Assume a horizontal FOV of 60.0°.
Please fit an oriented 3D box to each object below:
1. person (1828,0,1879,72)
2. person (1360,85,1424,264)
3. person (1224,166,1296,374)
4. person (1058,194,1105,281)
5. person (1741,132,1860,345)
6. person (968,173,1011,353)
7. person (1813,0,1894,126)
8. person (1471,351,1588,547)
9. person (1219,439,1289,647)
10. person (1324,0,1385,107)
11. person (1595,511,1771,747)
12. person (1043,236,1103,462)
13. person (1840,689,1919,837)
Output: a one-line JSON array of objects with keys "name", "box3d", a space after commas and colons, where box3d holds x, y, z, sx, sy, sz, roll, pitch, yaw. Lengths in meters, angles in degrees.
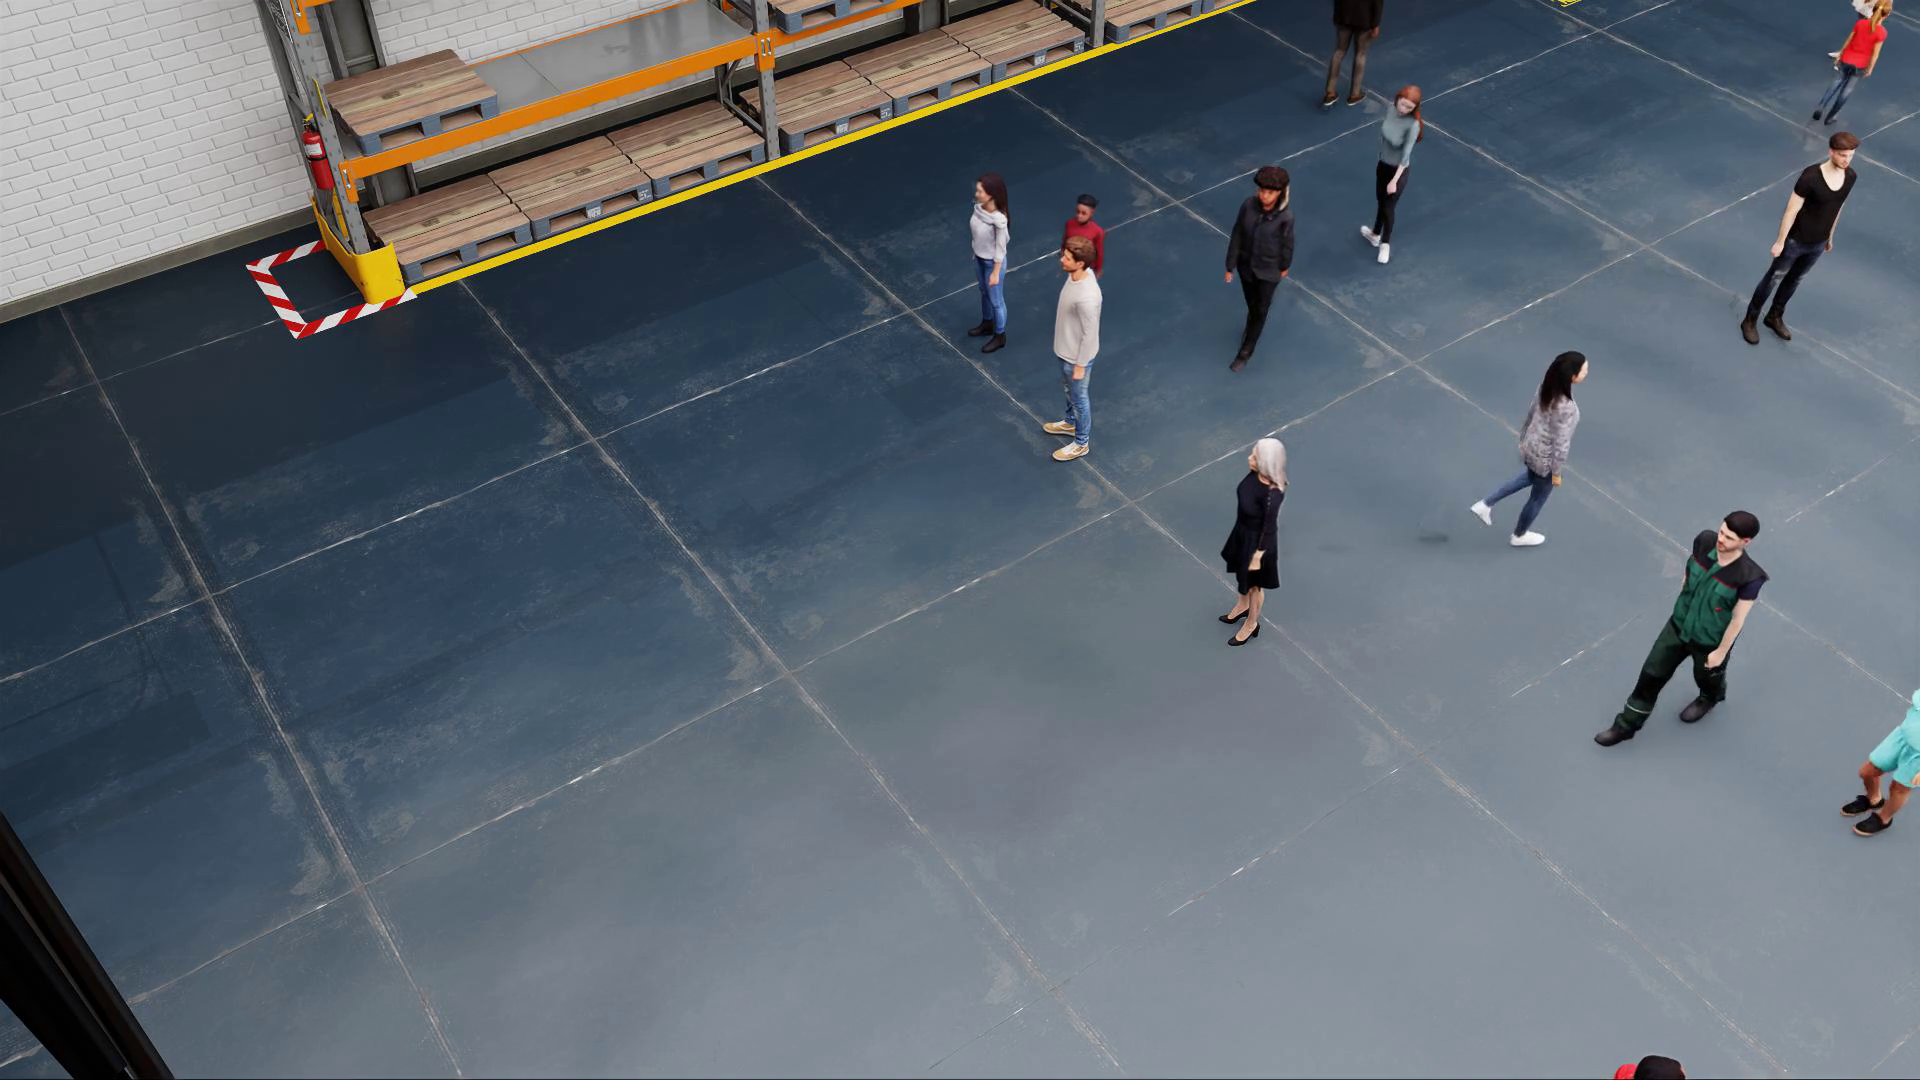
[{"name": "person", "box3d": [9.319, -5.612, 16.884, 0.768, 1.722, 0.700, 9, 44, 9]}, {"name": "person", "box3d": [3.727, -3.239, 14.396, 0.664, 1.718, 0.793, -4, 44, -4]}, {"name": "person", "box3d": [2.423, -2.260, 13.360, 0.946, 1.730, 1.180, 20, 47, 20]}, {"name": "person", "box3d": [1.026, -2.335, 13.788, 0.597, 1.248, 0.655, 25, 49, 24]}, {"name": "person", "box3d": [6.821, -2.455, 13.445, 0.644, 1.895, 0.814, -8, 44, -8]}, {"name": "person", "box3d": [0.252, -2.260, 13.430, 0.571, 1.634, 0.640, -17, 46, -17]}, {"name": "person", "box3d": [8.646, -4.600, 16.134, 0.632, 1.291, 0.527, -34, 53, -31]}, {"name": "person", "box3d": [4.000, -0.607, 11.633, 0.928, 1.718, 0.834, -2, 44, -2]}, {"name": "person", "box3d": [1.930, 0.012, 10.963, 0.714, 1.746, 0.697, -5, 44, -5]}, {"name": "person", "box3d": [3.862, -5.098, 16.286, 0.765, 1.803, 0.801, 27, 50, 25]}, {"name": "person", "box3d": [4.675, 0.543, 10.322, 1.215, 1.861, 0.730, -22, 48, -21]}, {"name": "person", "box3d": [0.865, -1.433, 12.367, 0.731, 1.903, 0.757, -6, 44, -7]}, {"name": "person", "box3d": [5.729, 1.217, 9.841, 0.658, 1.550, 0.624, -12, 45, -12]}]
